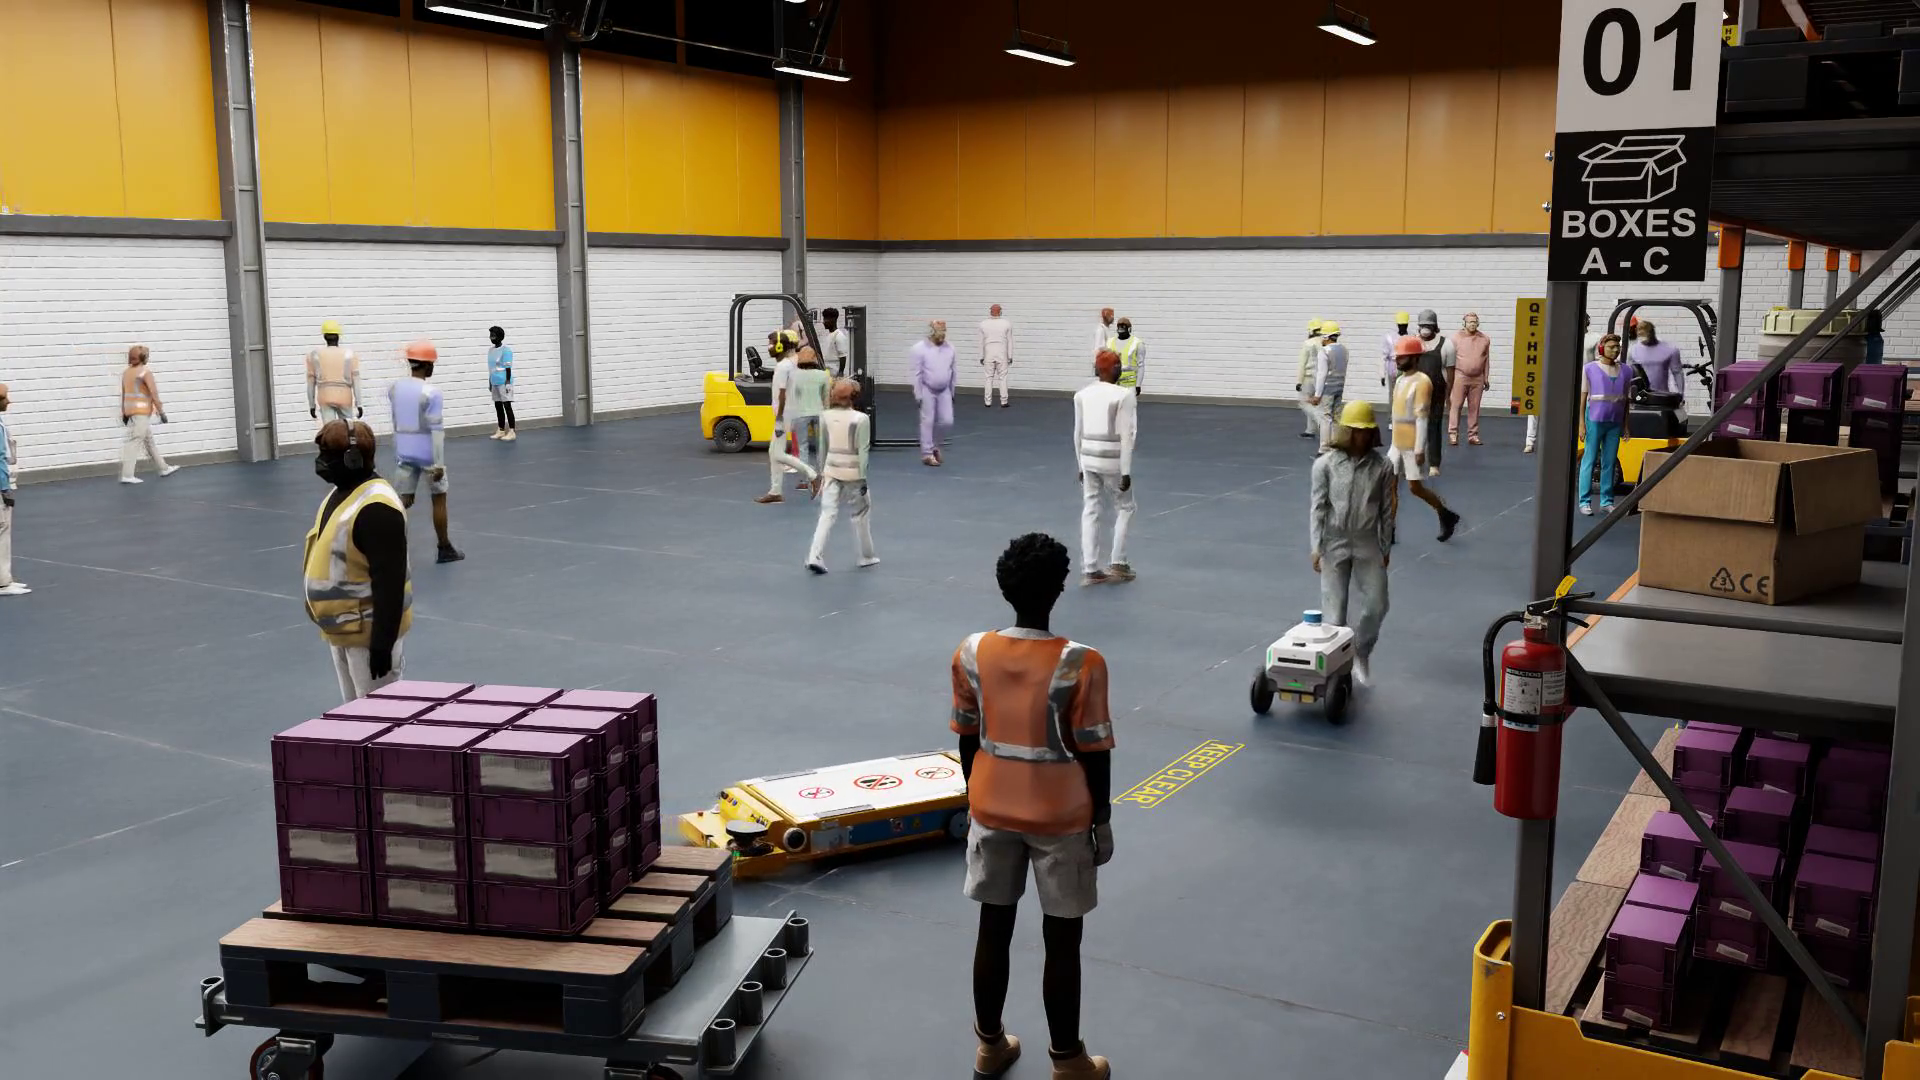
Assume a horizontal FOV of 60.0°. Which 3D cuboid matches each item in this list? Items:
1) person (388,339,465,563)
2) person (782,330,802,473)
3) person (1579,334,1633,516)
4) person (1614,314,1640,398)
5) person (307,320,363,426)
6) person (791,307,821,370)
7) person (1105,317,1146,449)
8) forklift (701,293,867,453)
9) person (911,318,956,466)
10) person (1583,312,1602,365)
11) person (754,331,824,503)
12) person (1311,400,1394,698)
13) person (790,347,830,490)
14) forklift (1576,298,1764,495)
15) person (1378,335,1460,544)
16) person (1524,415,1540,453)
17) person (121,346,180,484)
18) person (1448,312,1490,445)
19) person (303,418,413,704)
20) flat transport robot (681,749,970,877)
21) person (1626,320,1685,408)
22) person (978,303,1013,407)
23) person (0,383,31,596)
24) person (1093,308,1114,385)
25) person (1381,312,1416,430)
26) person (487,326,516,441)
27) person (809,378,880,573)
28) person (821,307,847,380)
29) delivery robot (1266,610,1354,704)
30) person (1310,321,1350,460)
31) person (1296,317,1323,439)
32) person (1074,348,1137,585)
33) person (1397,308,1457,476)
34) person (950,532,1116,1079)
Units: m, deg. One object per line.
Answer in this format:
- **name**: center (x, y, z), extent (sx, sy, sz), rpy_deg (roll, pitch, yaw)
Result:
- **person**: center (-4.539, -0.718, 13.892), extent (0.574, 1.915, 0.800), rpy_deg (3, 10, 20)
- **person**: center (-2.075, -1.704, 20.513), extent (0.329, 1.769, 0.526), rpy_deg (-3, 9, -16)
- **person**: center (6.553, -1.174, 16.940), extent (0.564, 1.850, 0.389), rpy_deg (-2, 9, -11)
- **person**: center (9.269, -2.149, 22.869), extent (0.617, 1.899, 0.442), rpy_deg (6, 11, 33)
- **person**: center (-7.417, -1.652, 19.767), extent (0.612, 1.893, 0.871), rpy_deg (-3, 9, -17)
- **person**: center (-2.791, -3.162, 29.342), extent (0.396, 1.863, 0.739), rpy_deg (7, 12, 38)
- **person**: center (2.271, -2.187, 23.284), extent (0.625, 1.847, 0.429), rpy_deg (5, 10, 29)
- **forklift**: center (-2.458, -2.344, 23.176), extent (2.313, 2.155, 1.214), rpy_deg (0, 9, -2)
- **person**: center (-0.313, -1.882, 21.239), extent (0.661, 1.888, 0.405), rpy_deg (-5, 10, -29)
- **person**: center (8.659, -2.237, 23.296), extent (0.635, 1.938, 0.359), rpy_deg (4, 10, 25)
- **person**: center (-1.831, -1.292, 17.696), extent (0.680, 1.849, 0.530), rpy_deg (-1, 9, -7)
- **person**: center (2.278, 0.048, 9.670), extent (0.503, 1.738, 0.352), rpy_deg (0, 9, -1)
- **person**: center (-1.713, -1.376, 18.876), extent (0.499, 1.632, 0.285), rpy_deg (-3, 10, -20)
- **forklift**: center (7.954, -1.589, 18.462), extent (2.313, 2.155, 1.214), rpy_deg (5, 11, 30)
- **person**: center (4.108, -0.893, 15.012), extent (0.823, 1.912, 0.551), rpy_deg (-2, 9, -15)
- **person**: center (8.010, -2.100, 22.741), extent (0.626, 1.847, 0.429), rpy_deg (4, 10, 21)
- **person**: center (-9.597, -1.480, 19.629), extent (0.526, 1.593, 0.874), rpy_deg (6, 11, 33)
- **person**: center (7.277, -2.301, 23.801), extent (0.652, 1.906, 0.408), rpy_deg (-1, 9, -5)
- **person**: center (-2.586, 0.396, 7.171), extent (0.430, 1.845, 0.624), rpy_deg (-6, 11, -35)
- **flat transport robot**: center (-0.427, 1.164, 7.265), extent (1.431, 0.197, 0.652), rpy_deg (-5, 10, -29)
- **person**: center (8.456, -1.704, 20.167), extent (0.811, 1.899, 0.340), rpy_deg (2, 9, 15)
- **person**: center (0.665, -3.381, 30.543), extent (0.643, 1.909, 0.409), rpy_deg (1, 9, 9)
- **person**: center (-7.364, -0.387, 12.721), extent (0.313, 1.632, 0.518), rpy_deg (-7, 12, -38)
- **person**: center (2.455, -3.165, 29.311), extent (0.551, 1.864, 0.617), rpy_deg (4, 10, 23)
- **person**: center (6.835, -2.602, 25.814), extent (0.595, 1.868, 1.032), rpy_deg (2, 9, 13)
- **person**: center (-6.772, -2.309, 24.521), extent (0.536, 1.692, 0.319), rpy_deg (8, 12, 41)
- **person**: center (-0.977, -0.530, 13.695), extent (0.526, 1.603, 0.837), rpy_deg (5, 11, 30)
- **person**: center (-1.862, -2.454, 24.570), extent (0.364, 1.962, 0.613), rpy_deg (-4, 10, -23)
- **delivery robot**: center (1.978, 0.639, 9.362), extent (0.477, 0.478, 0.707), rpy_deg (5, 10, 27)
- **person**: center (4.862, -1.968, 21.949), extent (0.587, 1.833, 0.404), rpy_deg (-9, 13, -43)
- **person**: center (5.236, -2.369, 24.505), extent (0.611, 1.813, 0.589), rpy_deg (-7, 11, -37)
- **person**: center (1.183, -0.585, 13.217), extent (0.597, 1.860, 0.677), rpy_deg (7, 12, 38)
- **person**: center (5.634, -1.792, 20.206), extent (0.685, 2.000, 0.535), rpy_deg (5, 10, 26)
- **person**: center (0.223, 0.820, 4.968), extent (0.535, 1.698, 0.318), rpy_deg (5, 10, 30)
